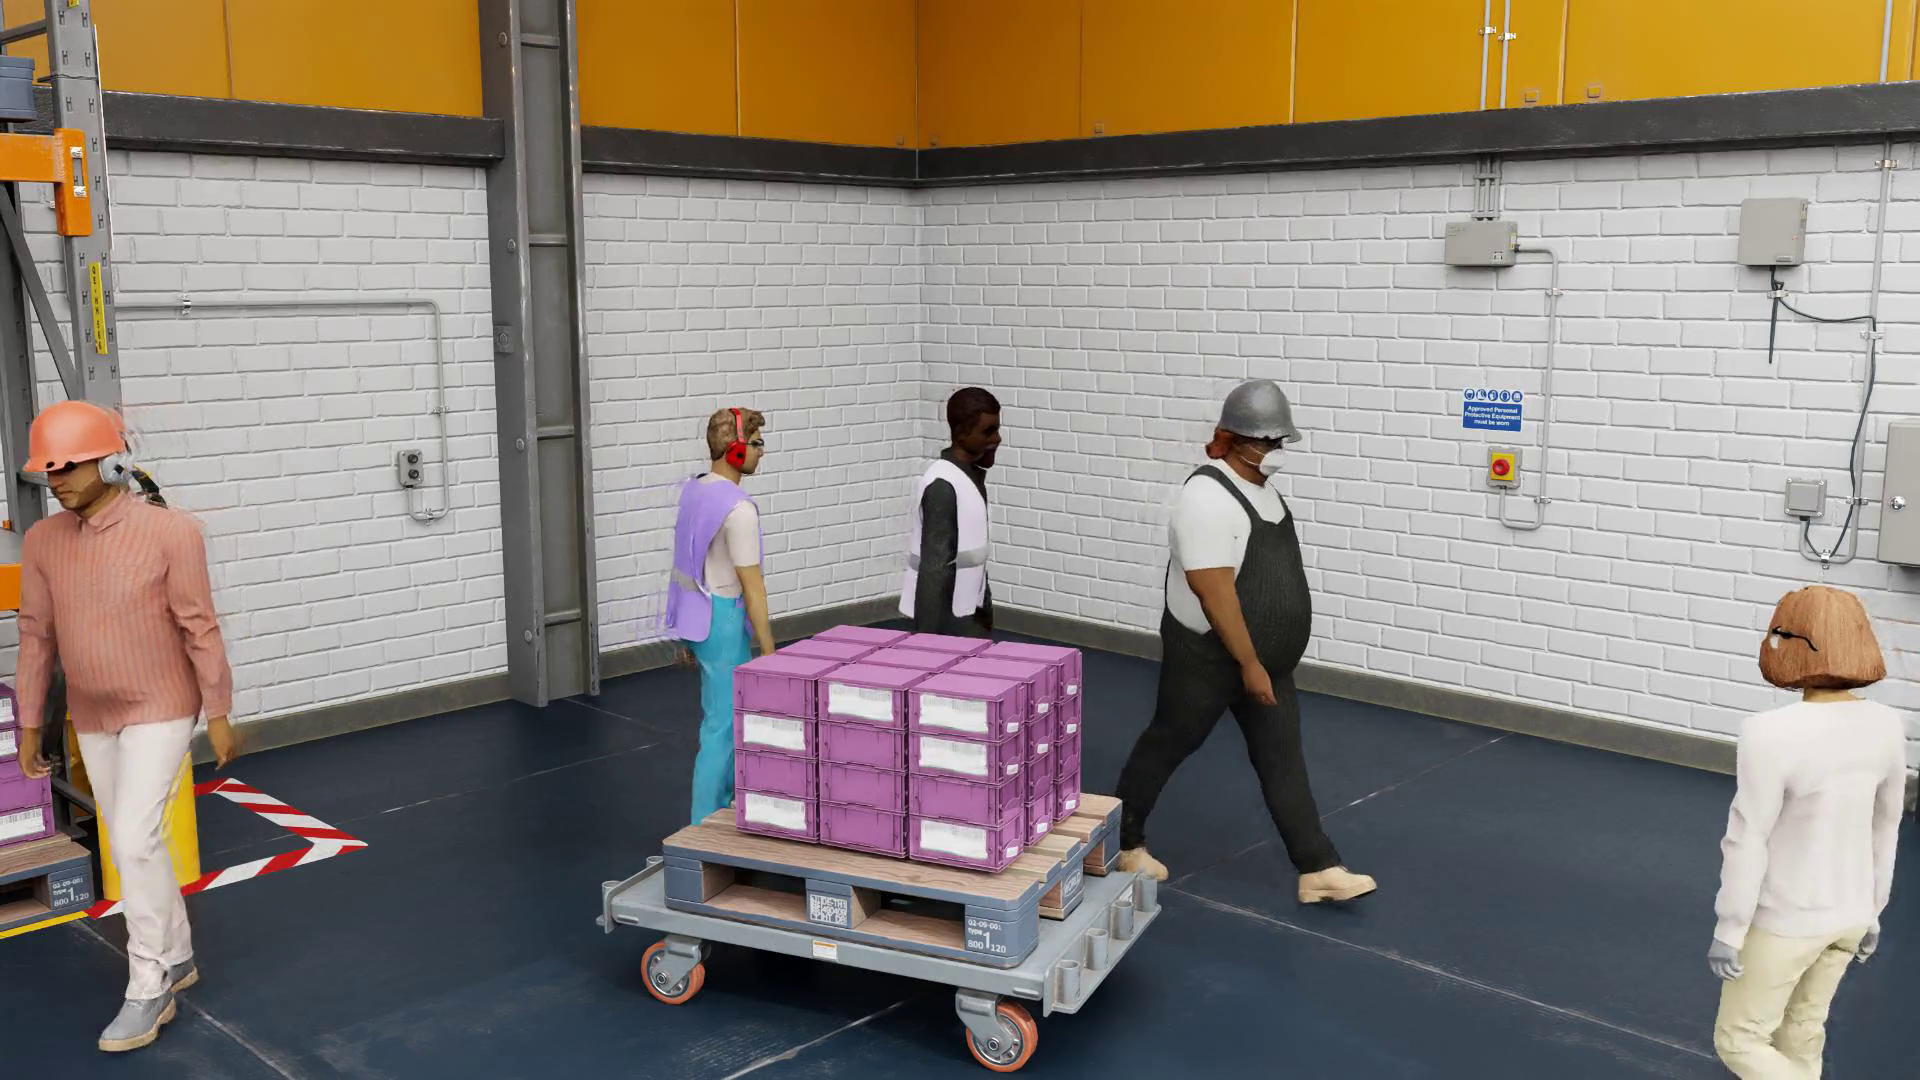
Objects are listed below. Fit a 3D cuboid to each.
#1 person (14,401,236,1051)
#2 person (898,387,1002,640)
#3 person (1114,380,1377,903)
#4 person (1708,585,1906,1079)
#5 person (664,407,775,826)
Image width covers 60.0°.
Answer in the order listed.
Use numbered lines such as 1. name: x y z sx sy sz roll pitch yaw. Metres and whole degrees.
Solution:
1. person: -2.633 0.563 5.089 0.637 1.963 0.759 2 9 12
2. person: 0.010 0.312 6.844 0.601 1.886 0.740 1 9 9
3. person: 0.982 0.344 6.202 1.102 2.000 0.685 7 11 36
4. person: 2.042 0.918 3.955 0.516 1.618 0.546 -4 10 -23
5. person: -0.913 0.386 6.619 0.502 1.823 0.568 -4 10 -25
